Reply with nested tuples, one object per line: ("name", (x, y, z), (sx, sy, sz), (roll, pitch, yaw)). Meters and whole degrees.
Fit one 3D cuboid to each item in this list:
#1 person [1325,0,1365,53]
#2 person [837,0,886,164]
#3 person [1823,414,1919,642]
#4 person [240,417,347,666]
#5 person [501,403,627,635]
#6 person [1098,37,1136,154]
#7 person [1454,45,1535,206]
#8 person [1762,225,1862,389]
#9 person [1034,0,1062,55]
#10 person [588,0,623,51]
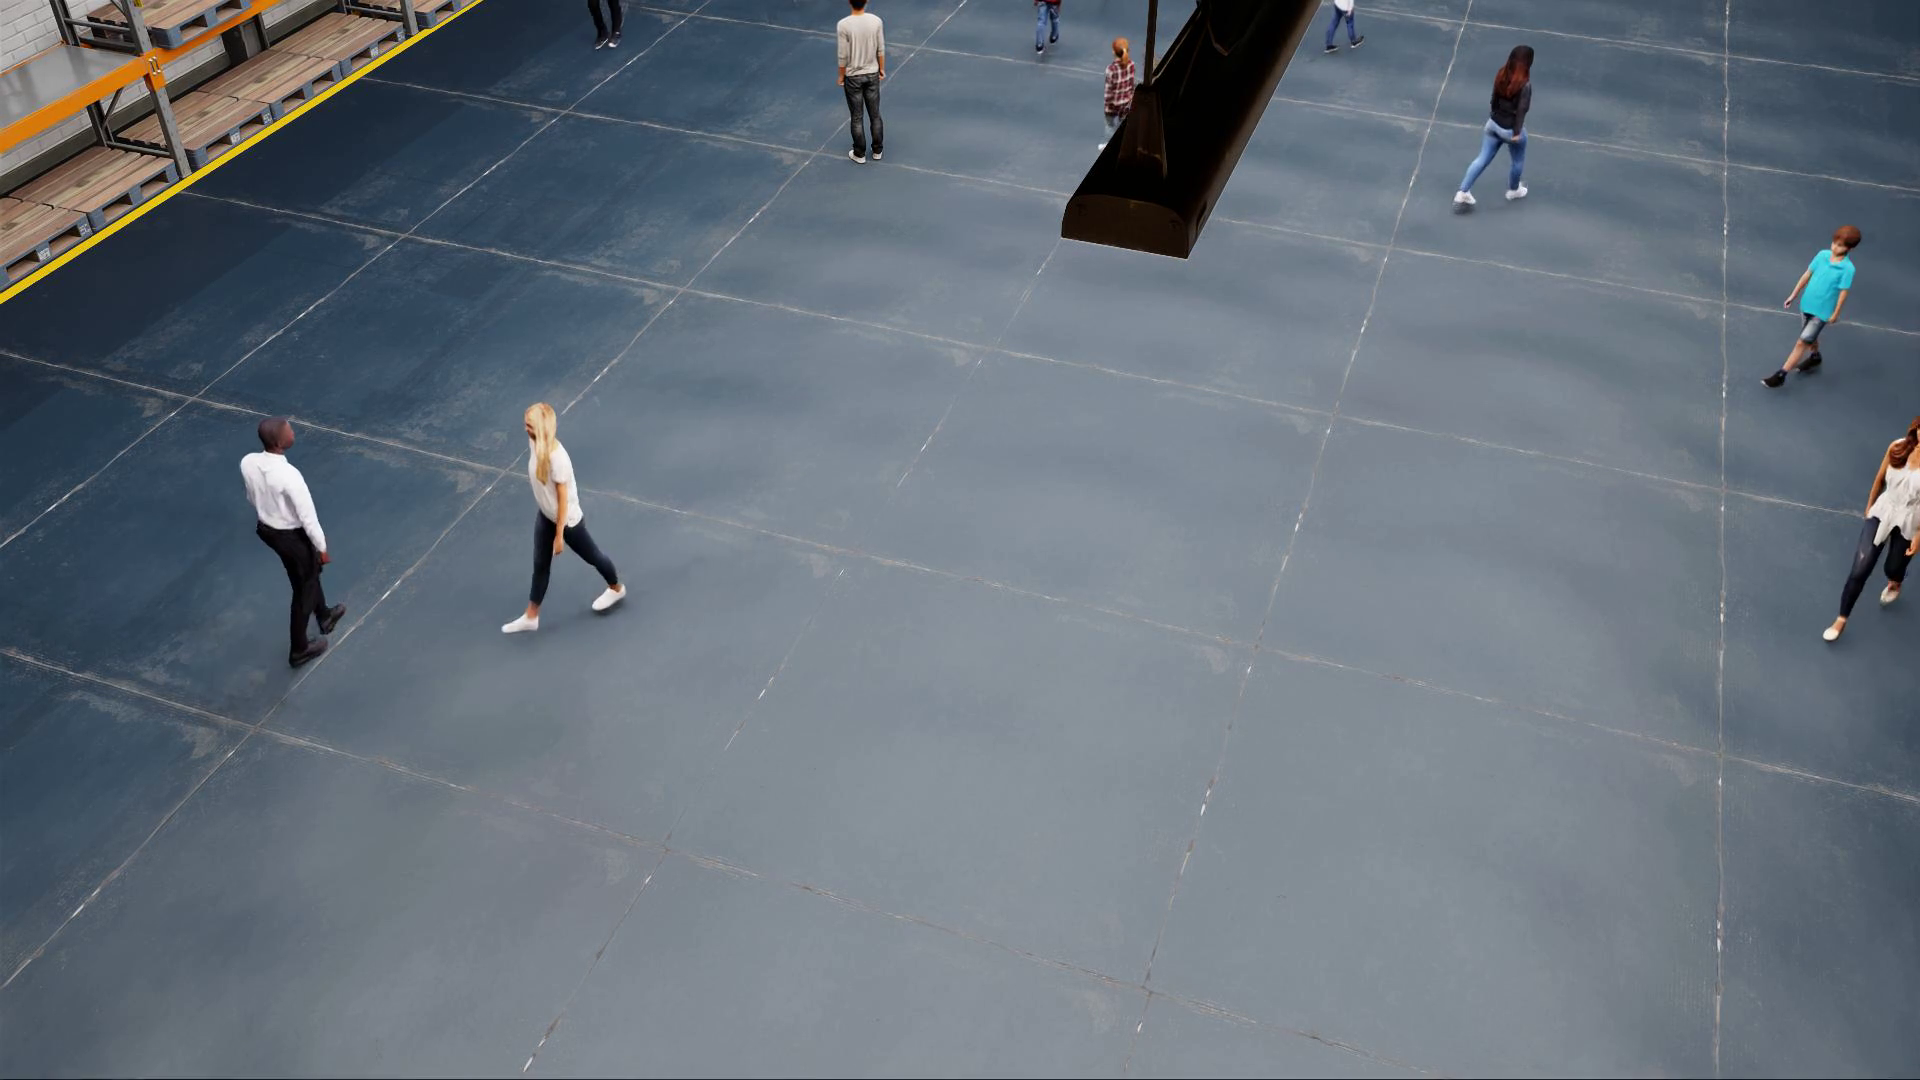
("person", (4.383, -6.159, 19.176), (0.793, 1.090, 0.695), (-21, 43, -25))
("person", (-0.985, -4.689, 16.757), (0.726, 1.811, 0.765), (-12, 40, -15))
("person", (6.291, -0.133, 11.092), (1.162, 1.761, 0.949), (-29, 47, -31))
("person", (-4.433, 0.061, 10.813), (0.725, 1.805, 0.859), (16, 41, 19))
("person", (-2.575, -0.162, 11.130), (1.222, 1.759, 1.009), (-27, 46, -30))
("person", (1.641, -4.444, 16.865), (0.825, 1.294, 0.879), (-18, 42, -21))
("person", (5.174, -3.931, 15.983), (1.176, 1.593, 1.078), (-19, 42, -22))
("person", (7.082, -1.940, 13.627), (0.970, 1.421, 0.946), (-14, 41, -17))
("person", (1.002, -6.177, 19.086), (0.548, 1.229, 0.891), (9, 40, 11))
("person", (-4.075, -6.578, 19.151), (0.684, 1.776, 0.678), (8, 39, 10))
